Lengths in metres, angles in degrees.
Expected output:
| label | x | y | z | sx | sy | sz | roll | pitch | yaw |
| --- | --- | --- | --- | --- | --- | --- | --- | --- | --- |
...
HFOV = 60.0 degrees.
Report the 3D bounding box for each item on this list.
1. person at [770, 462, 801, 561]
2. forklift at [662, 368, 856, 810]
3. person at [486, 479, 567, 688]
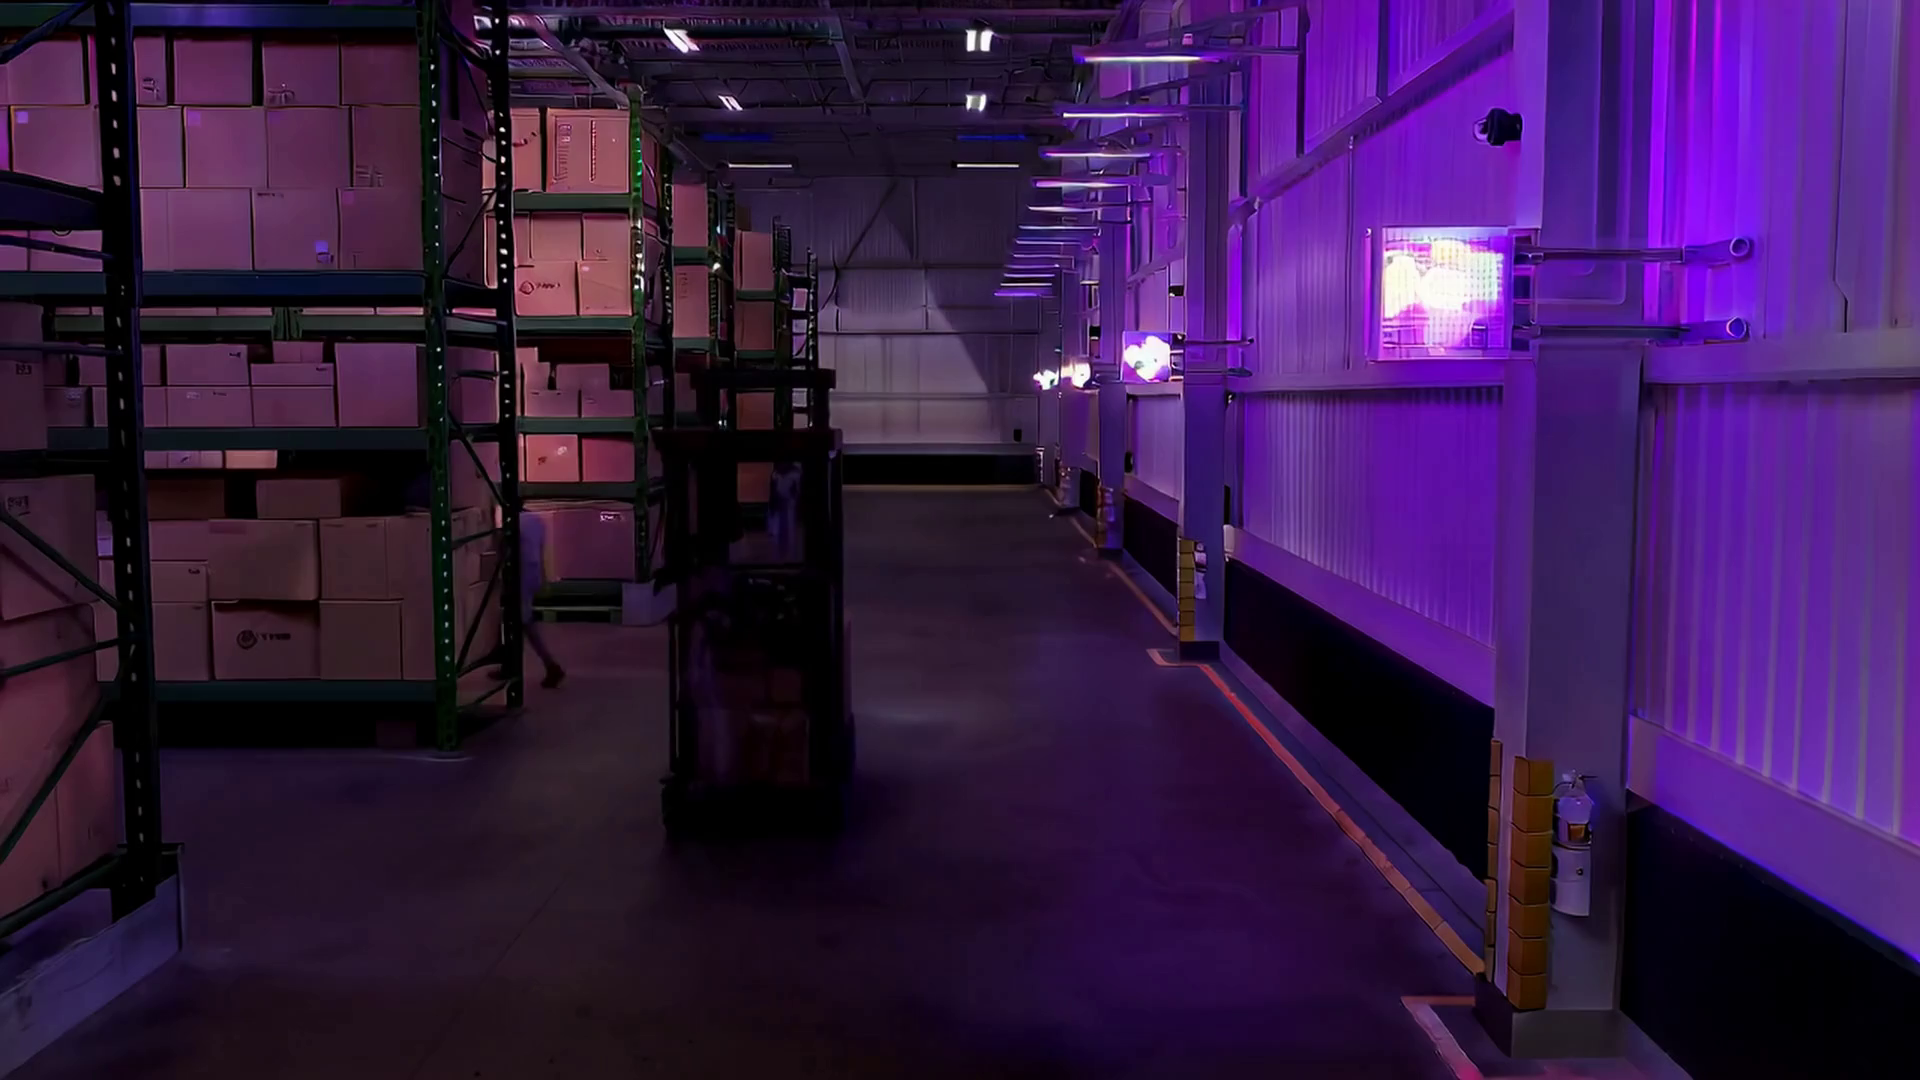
| label | x | y | z | sx | sy | sz | roll | pitch | yaw |
| --- | --- | --- | --- | --- | --- | --- | --- | --- | --- |
| person | -2.800 | -0.463 | 26.515 | 0.531 | 1.618 | 0.586 | 0 | 5 | 5 |
| forklift | -1.302 | 0.234 | 11.186 | 1.129 | 2.768 | 1.873 | 0 | 5 | 0 |
| person | -3.930 | 0.392 | 15.045 | 0.938 | 1.902 | 0.542 | 2 | 5 | 22 |
